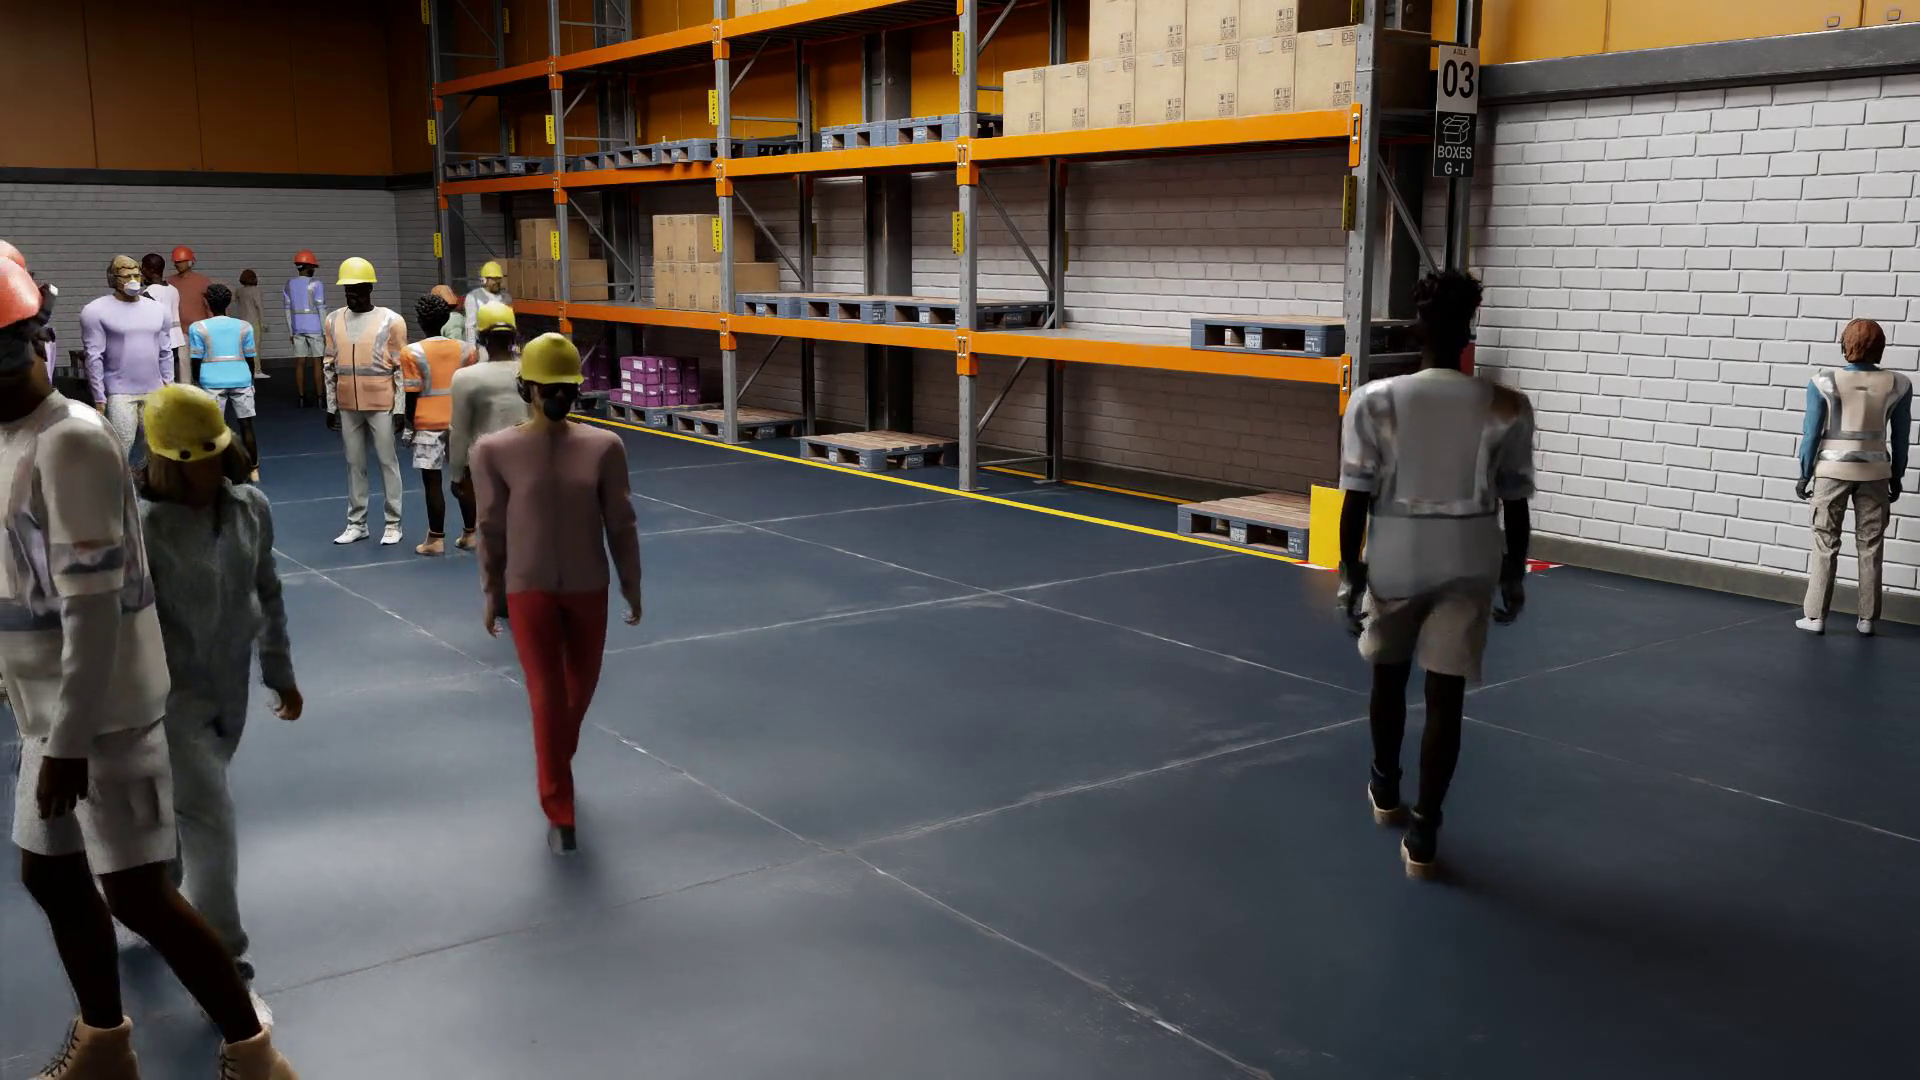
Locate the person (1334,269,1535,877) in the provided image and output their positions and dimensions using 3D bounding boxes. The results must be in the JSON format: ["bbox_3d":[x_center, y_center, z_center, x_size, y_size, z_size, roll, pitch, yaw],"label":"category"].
[{"bbox_3d":[1.574,0.076,5.564,0.618,1.923,0.920,2,10,13],"label":"person"}]

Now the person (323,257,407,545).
[{"bbox_3d":[-3.990,-0.923,11.176,0.587,1.928,0.363,1,10,7],"label":"person"}]

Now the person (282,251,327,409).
[{"bbox_3d":[-7.993,-2.574,20.422,0.542,1.929,0.374,2,10,11],"label":"person"}]

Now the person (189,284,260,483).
[{"bbox_3d":[-6.147,-1.292,13.922,0.533,1.690,0.322,-8,13,-39],"label":"person"}]

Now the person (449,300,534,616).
[{"bbox_3d":[-2.380,-0.387,8.717,0.528,1.726,0.896,-7,13,-36],"label":"person"}]

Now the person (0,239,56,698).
[{"bbox_3d":[-4.246,-0.317,7.450,0.365,2.048,0.607,-2,10,-10],"label":"person"}]

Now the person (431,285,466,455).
[{"bbox_3d":[-4.914,-1.634,16.014,0.289,1.626,0.498,3,10,15],"label":"person"}]

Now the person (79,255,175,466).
[{"bbox_3d":[-5.788,-1.016,11.666,0.372,1.940,0.632,7,12,35],"label":"person"}]

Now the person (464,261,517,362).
[{"bbox_3d":[-5.200,-2.187,18.542,0.414,1.822,0.615,9,13,40],"label":"person"}]

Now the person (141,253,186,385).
[{"bbox_3d":[-8.076,-1.934,16.862,0.381,1.918,0.596,-1,10,-4],"label":"person"}]

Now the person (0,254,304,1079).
[{"bbox_3d":[-1.898,0.376,3.670,0.613,2.013,0.817,-9,14,-42],"label":"person"}]

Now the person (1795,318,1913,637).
[{"bbox_3d":[4.590,-0.313,8.568,0.522,1.639,0.306,2,10,11],"label":"person"}]

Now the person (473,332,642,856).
[{"bbox_3d":[-1.391,0.159,5.744,0.536,1.759,0.803,-5,11,-27],"label":"person"}]

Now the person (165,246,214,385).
[{"bbox_3d":[-9.481,-2.612,20.455,0.622,1.990,0.402,1,10,3],"label":"person"}]

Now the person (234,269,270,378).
[{"bbox_3d":[-10.633,-3.242,24.999,0.531,1.635,0.323,5,11,24],"label":"person"}]

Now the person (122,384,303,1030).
[{"bbox_3d":[-2.108,0.402,4.466,0.814,1.680,0.538,4,11,21],"label":"person"}]

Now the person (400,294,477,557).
[{"bbox_3d":[-3.378,-0.742,10.803,0.321,1.697,0.530,9,13,41],"label":"person"}]
